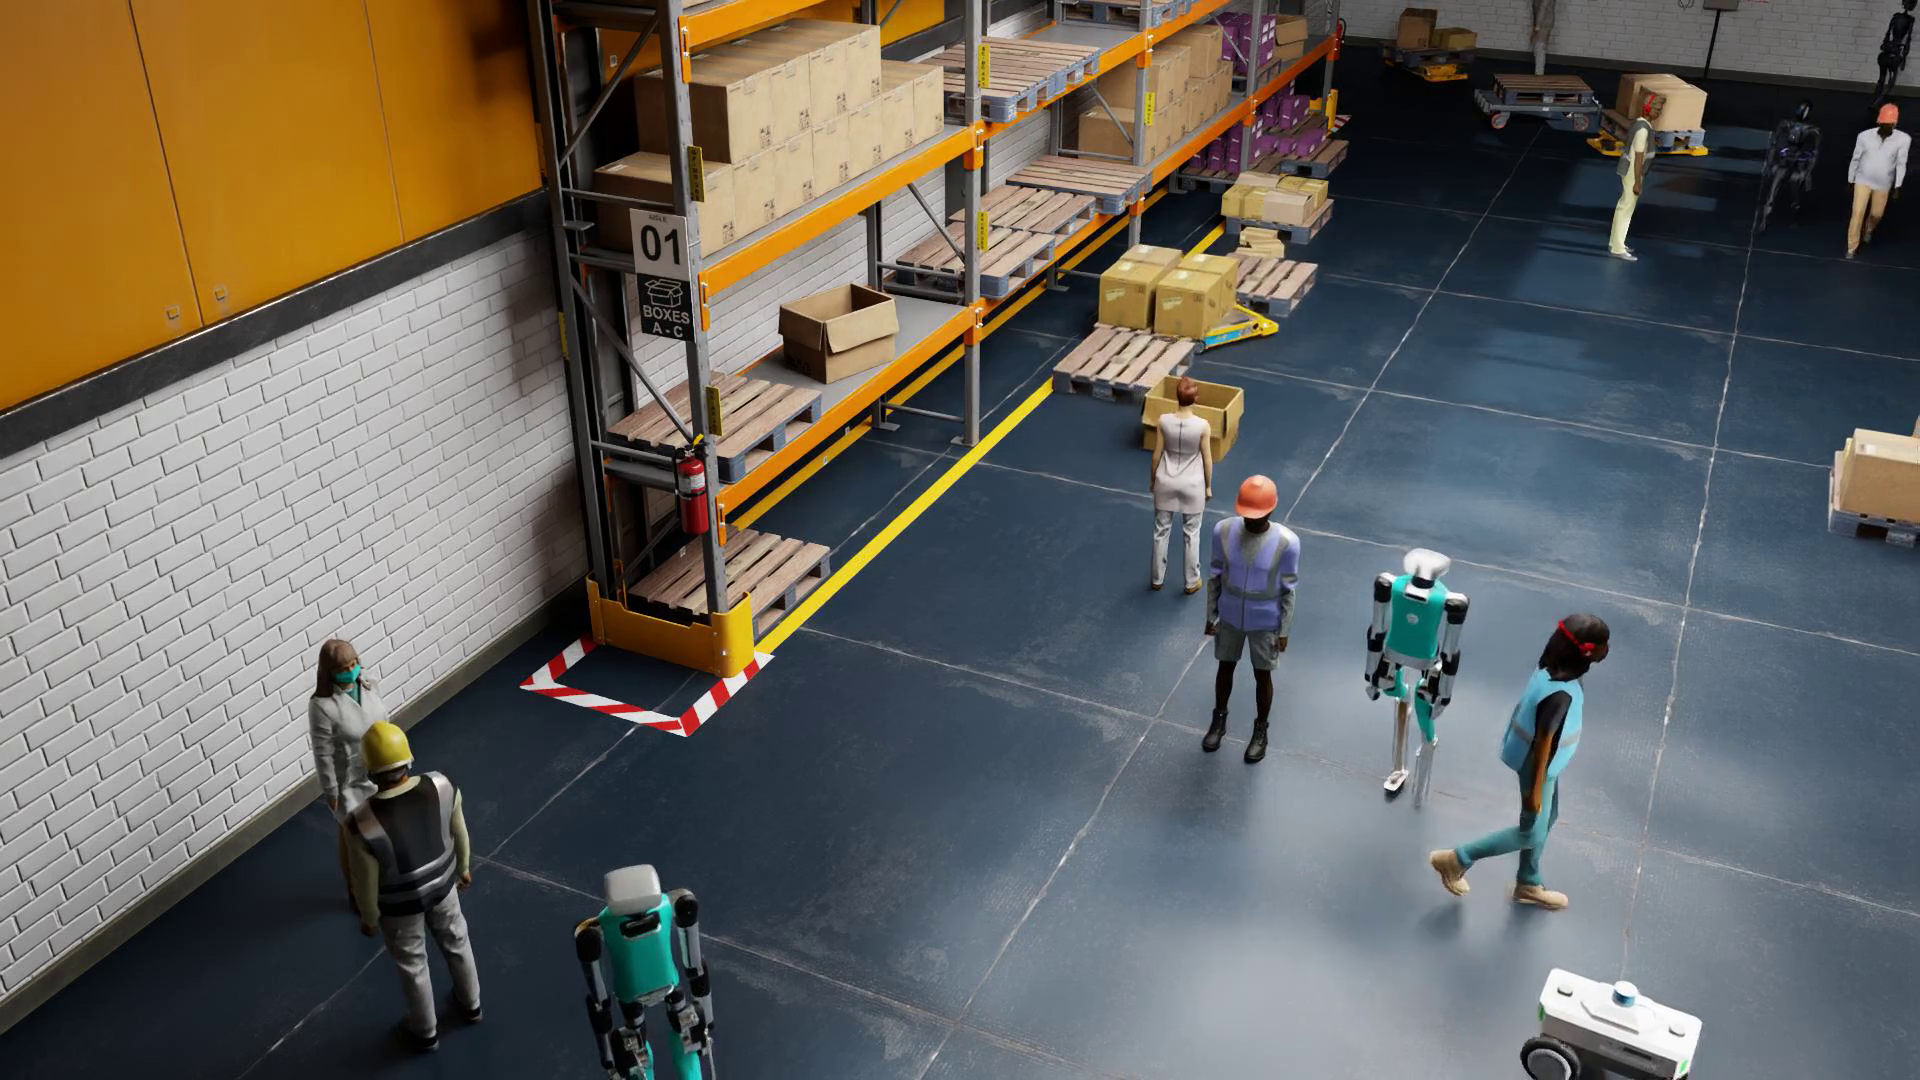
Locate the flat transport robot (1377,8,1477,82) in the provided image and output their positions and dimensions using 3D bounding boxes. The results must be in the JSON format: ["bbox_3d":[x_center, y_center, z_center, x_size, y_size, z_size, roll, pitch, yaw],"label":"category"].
[{"bbox_3d":[7.567,-7.698,27.002,0.659,0.231,1.431,-9,29,-15],"label":"flat transport robot"}]

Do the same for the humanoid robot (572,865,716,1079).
[{"bbox_3d":[-1.186,2.291,6.969,0.550,1.794,0.911,-14,31,-24],"label":"humanoid robot"}]

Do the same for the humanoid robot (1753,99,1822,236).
[{"bbox_3d":[9.722,-4.365,19.421,0.833,1.610,0.589,-25,37,-38],"label":"humanoid robot"}]

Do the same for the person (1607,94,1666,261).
[{"bbox_3d":[7.541,-4.070,18.623,0.389,1.838,0.563,8,29,15],"label":"person"}]

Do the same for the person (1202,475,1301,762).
[{"bbox_3d":[1.747,0.473,10.109,0.543,1.929,0.384,13,31,23],"label":"person"}]

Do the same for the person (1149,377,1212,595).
[{"bbox_3d":[1.583,-0.384,11.972,0.459,1.659,0.270,9,30,16],"label":"person"}]

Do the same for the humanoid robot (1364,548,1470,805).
[{"bbox_3d":[2.694,0.812,9.784,0.547,1.880,0.729,16,32,28],"label":"humanoid robot"}]

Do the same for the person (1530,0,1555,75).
[{"bbox_3d":[9.143,-8.111,26.156,0.381,1.816,0.511,11,30,19],"label":"person"}]

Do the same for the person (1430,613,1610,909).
[{"bbox_3d":[3.010,1.186,8.874,0.677,1.845,0.532,9,30,16],"label":"person"}]

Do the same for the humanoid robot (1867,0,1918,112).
[{"bbox_3d":[13.723,-7.180,24.564,0.468,1.647,0.610,-3,28,-5],"label":"humanoid robot"}]

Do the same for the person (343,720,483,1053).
[{"bbox_3d":[-2.632,1.661,8.002,0.404,1.829,0.598,24,37,37],"label":"person"}]

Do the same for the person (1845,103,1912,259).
[{"bbox_3d":[10.318,-4.085,18.760,0.573,1.725,0.693,15,32,25],"label":"person"}]

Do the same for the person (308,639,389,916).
[{"bbox_3d":[-3.206,1.257,8.929,0.337,1.659,0.496,16,32,27],"label":"person"}]

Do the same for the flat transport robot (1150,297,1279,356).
[{"bbox_3d":[2.443,-2.123,16.664,1.431,0.231,0.659,-17,33,-29],"label":"flat transport robot"}]

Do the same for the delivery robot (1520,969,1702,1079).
[{"bbox_3d":[3.147,2.373,8.006,0.759,0.575,0.499,16,32,27],"label":"delivery robot"}]

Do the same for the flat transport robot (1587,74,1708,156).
[{"bbox_3d":[9.436,-5.450,22.834,1.431,0.231,0.659,-1,28,-1],"label":"flat transport robot"}]
